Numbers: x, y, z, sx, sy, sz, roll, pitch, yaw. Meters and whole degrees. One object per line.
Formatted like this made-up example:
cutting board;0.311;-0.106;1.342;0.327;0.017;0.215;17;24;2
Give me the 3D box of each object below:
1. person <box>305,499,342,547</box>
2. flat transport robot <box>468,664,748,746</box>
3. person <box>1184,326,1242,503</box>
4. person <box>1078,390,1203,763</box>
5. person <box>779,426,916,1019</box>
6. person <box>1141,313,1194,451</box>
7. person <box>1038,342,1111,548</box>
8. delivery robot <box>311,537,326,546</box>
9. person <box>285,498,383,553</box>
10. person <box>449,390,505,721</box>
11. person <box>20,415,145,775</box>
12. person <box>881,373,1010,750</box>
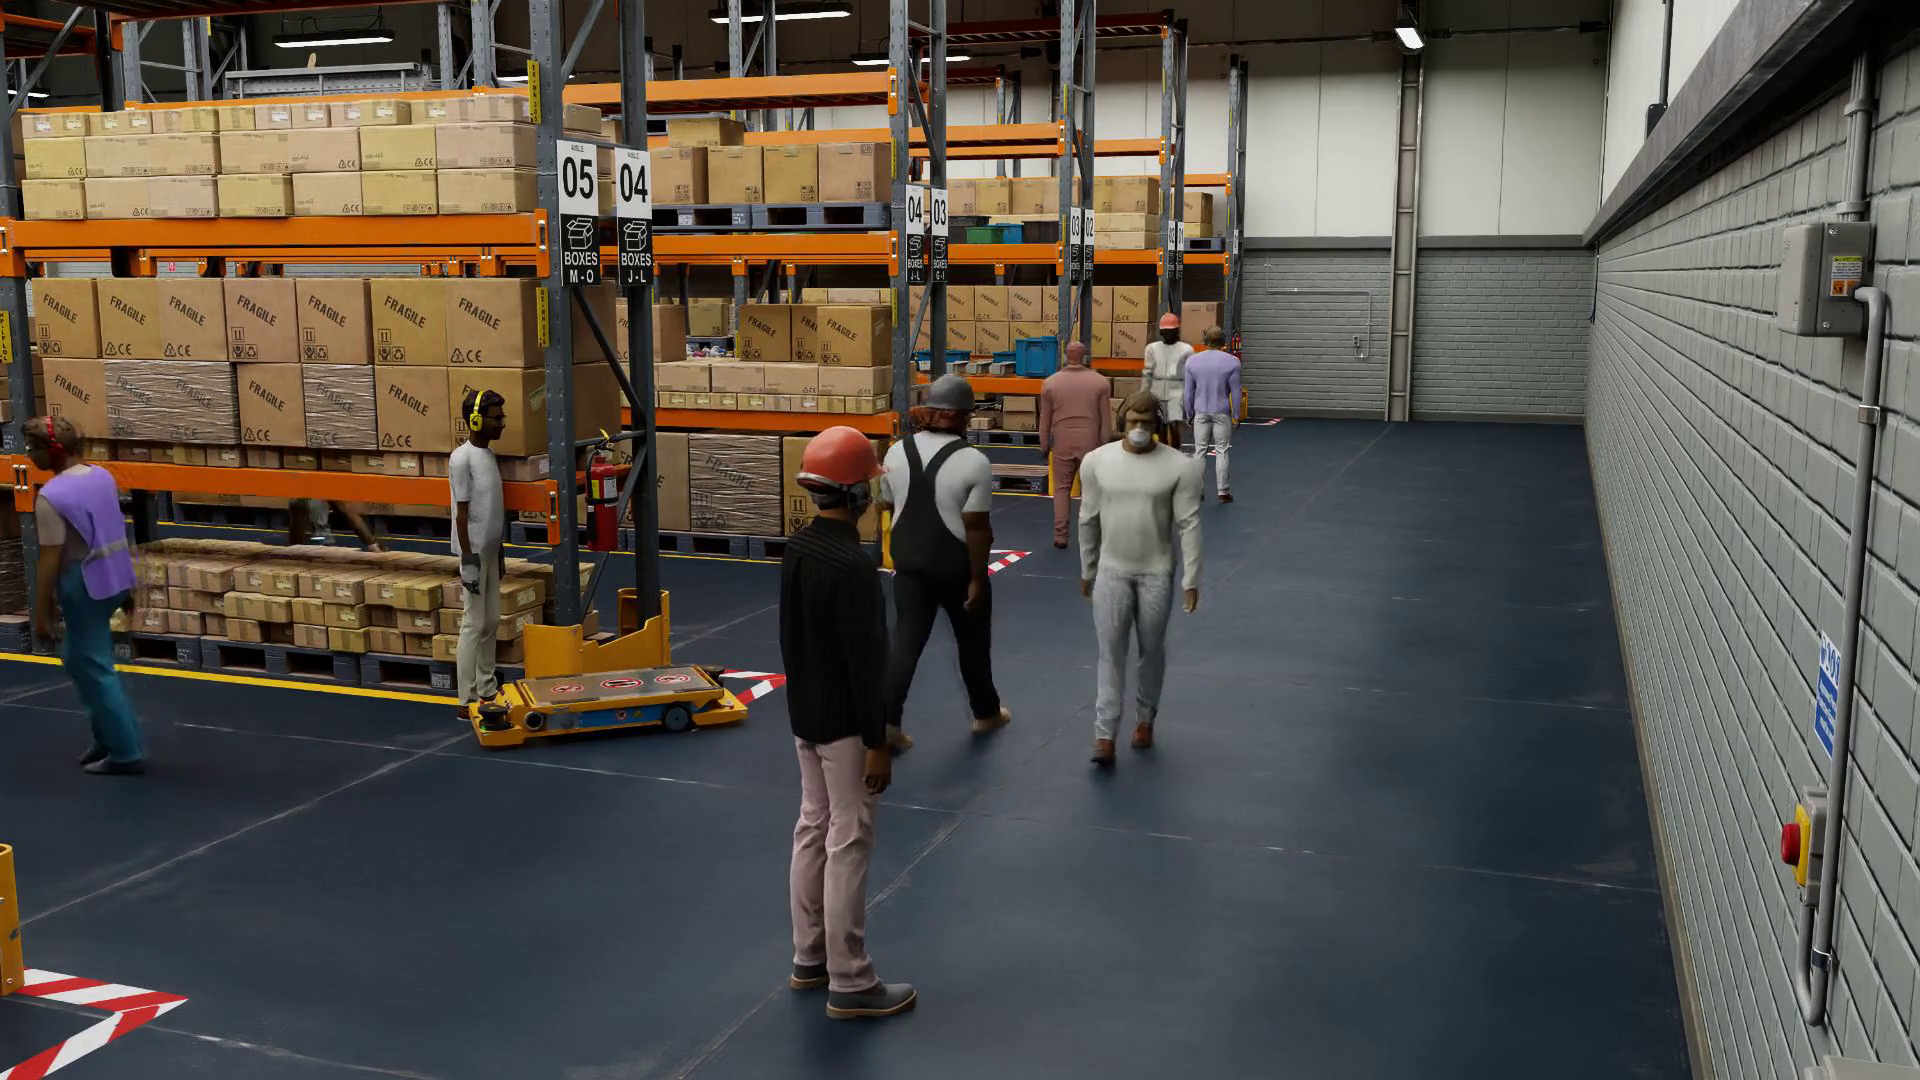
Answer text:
person;-5.708;-0.827;14.846;0.493;1.923;0.650;4;10;24
flat transport robot;-1.955;0.898;9.224;1.431;0.197;0.652;-4;10;-22
person;2.763;-1.364;18.153;0.635;1.937;0.361;3;10;21
person;0.908;0.192;8.536;0.654;1.901;0.837;2;9;12
person;-0.401;0.611;5.643;0.374;1.995;0.622;-5;10;-29
person;2.505;-1.741;20.253;0.618;2.019;0.702;3;10;19
person;1.037;-0.858;15.173;0.663;1.886;0.400;1;9;5
delivery robot;-4.722;0.222;12.267;0.707;0.478;0.477;4;10;21
person;-5.185;-0.654;13.562;1.041;2.004;0.623;2;9;10
person;-2.671;0.092;9.331;0.333;1.858;0.509;1;9;6
person;-4.345;0.290;8.187;0.565;1.816;0.605;0;9;1
person;-0.116;0.087;8.776;0.682;2.000;1.005;5;10;30
